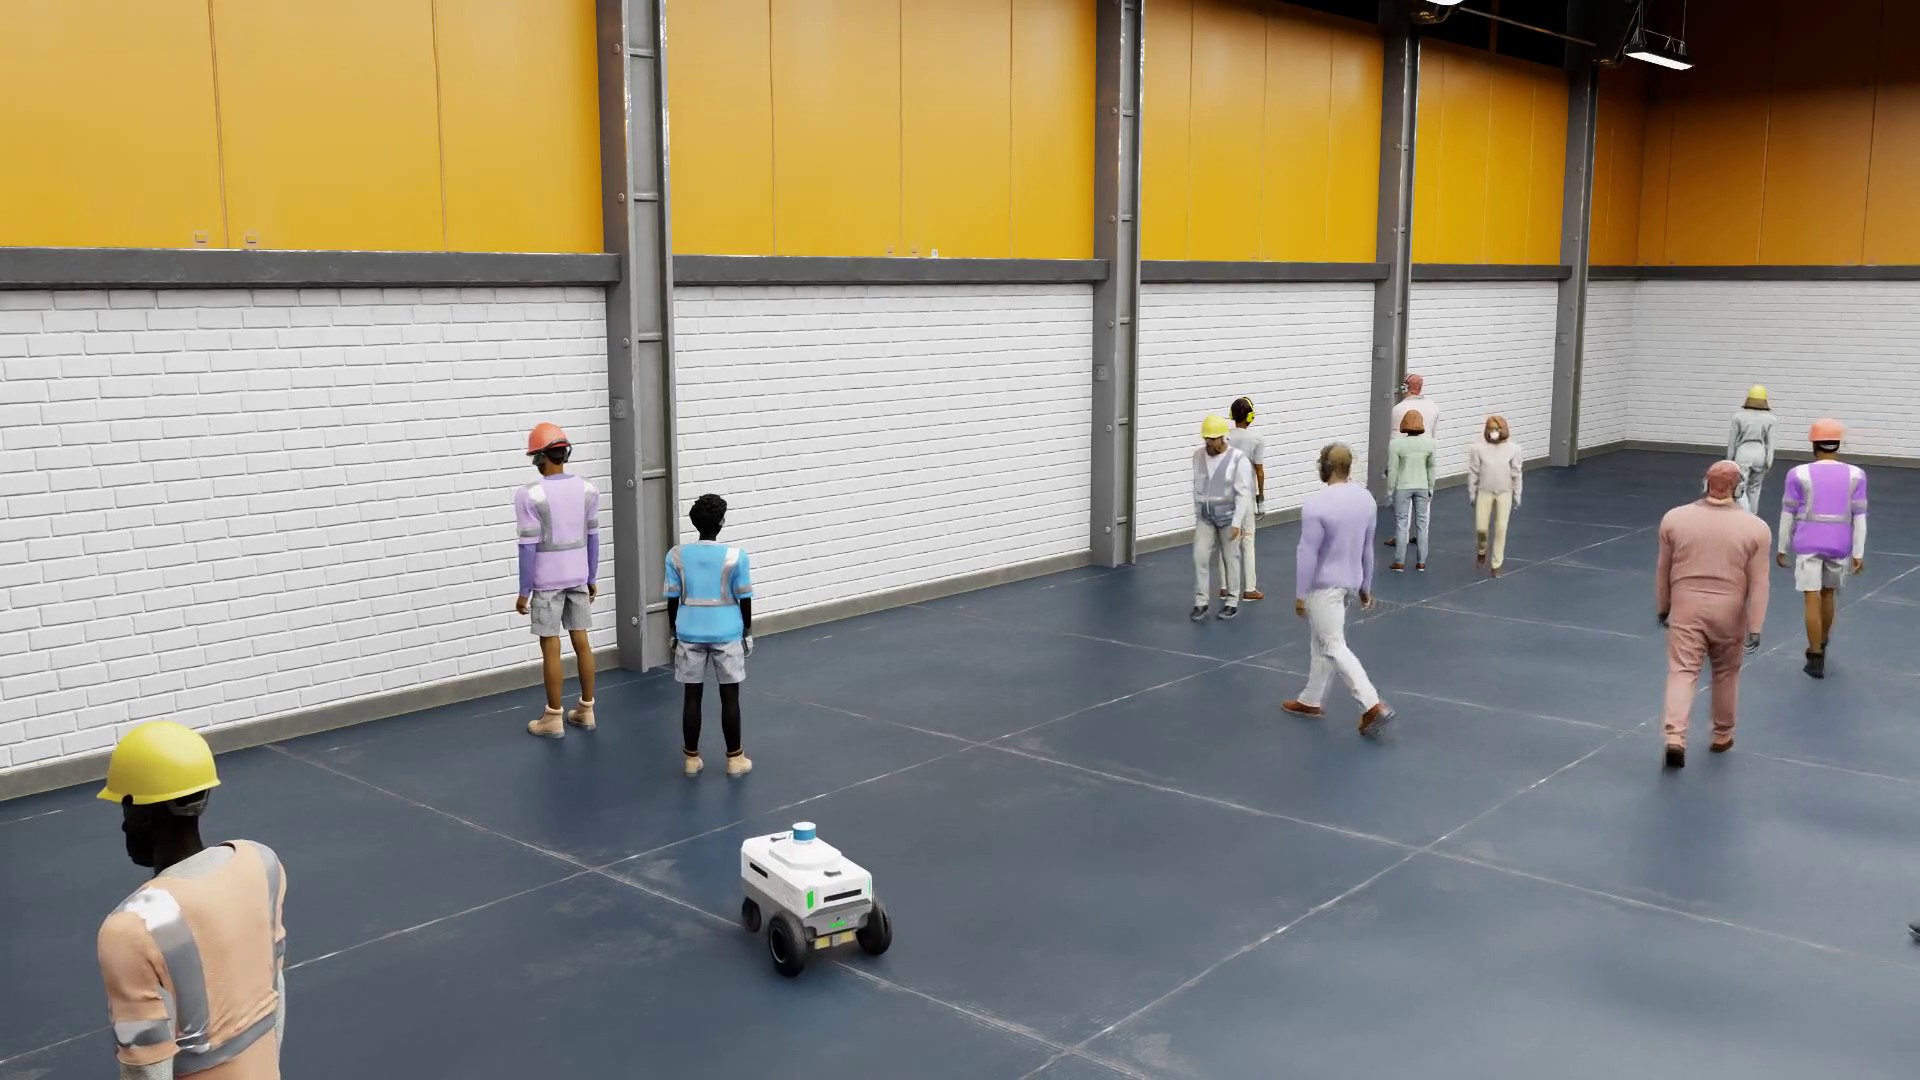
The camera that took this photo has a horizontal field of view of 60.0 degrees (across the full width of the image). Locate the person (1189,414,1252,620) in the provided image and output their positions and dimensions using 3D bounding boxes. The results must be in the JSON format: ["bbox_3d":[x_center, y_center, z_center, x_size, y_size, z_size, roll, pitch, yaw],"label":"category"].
[{"bbox_3d":[2.229,-0.191,14.346,0.602,1.804,0.485,7,11,36],"label":"person"}]

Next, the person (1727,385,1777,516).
[{"bbox_3d":[9.151,-0.933,19.217,0.488,1.719,0.758,2,9,15],"label":"person"}]

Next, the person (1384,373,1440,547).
[{"bbox_3d":[4.933,-0.873,18.258,0.637,1.910,0.406,-5,10,-27],"label":"person"}]

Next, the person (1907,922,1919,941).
[{"bbox_3d":[4.328,0.941,7.135,0.610,1.815,0.620,8,12,42],"label":"person"}]

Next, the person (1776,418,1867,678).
[{"bbox_3d":[6.451,0.039,12.524,0.552,1.901,0.810,2,9,11],"label":"person"}]

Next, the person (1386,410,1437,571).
[{"bbox_3d":[4.536,-0.487,16.742,0.499,1.618,0.286,-1,9,-5],"label":"person"}]

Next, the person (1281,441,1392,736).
[{"bbox_3d":[2.489,0.309,10.856,0.638,1.911,0.925,-7,11,-36],"label":"person"}]

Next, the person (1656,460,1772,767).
[{"bbox_3d":[4.565,0.441,10.140,0.647,1.869,0.937,5,10,30],"label":"person"}]

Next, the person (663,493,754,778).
[{"bbox_3d":[-1.478,0.569,9.861,0.540,1.695,0.317,1,9,6],"label":"person"}]

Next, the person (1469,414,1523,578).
[{"bbox_3d":[5.281,-0.435,16.413,0.505,1.617,0.394,3,9,16],"label":"person"}]

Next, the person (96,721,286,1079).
[{"bbox_3d":[-1.858,1.382,4.039,0.382,1.924,0.594,2,9,10],"label":"person"}]

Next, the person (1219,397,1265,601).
[{"bbox_3d":[2.559,-0.376,15.255,0.517,1.873,0.334,6,11,32],"label":"person"}]

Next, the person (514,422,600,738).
[{"bbox_3d":[-2.613,0.257,10.755,0.381,2.039,0.606,8,12,41],"label":"person"}]

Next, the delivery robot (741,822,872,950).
[{"bbox_3d":[-0.686,1.492,7.349,0.477,0.478,0.707,-6,11,-32],"label":"delivery robot"}]
